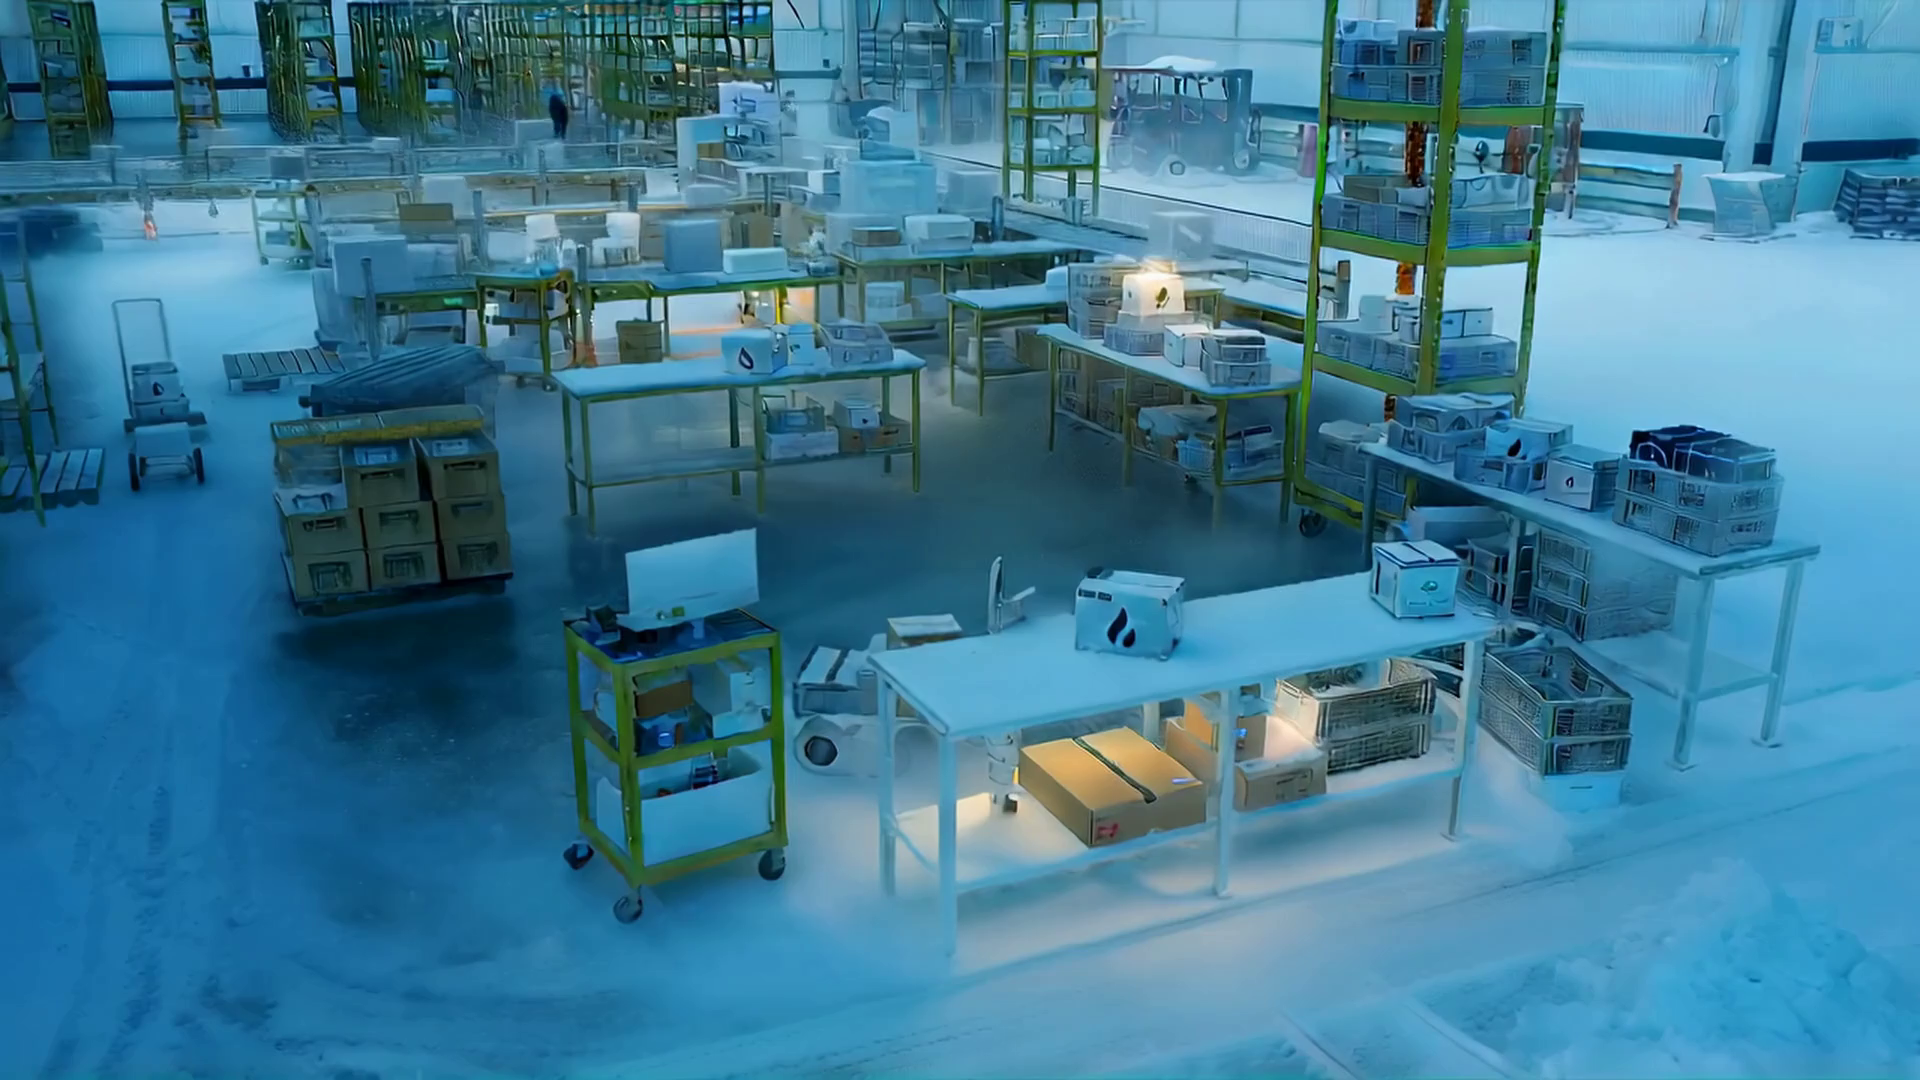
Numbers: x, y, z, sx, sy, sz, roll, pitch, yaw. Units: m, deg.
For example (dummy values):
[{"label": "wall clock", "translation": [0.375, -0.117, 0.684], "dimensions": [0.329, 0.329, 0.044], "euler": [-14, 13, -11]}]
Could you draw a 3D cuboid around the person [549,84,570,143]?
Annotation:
[{"label": "person", "translation": [-8.521, -8.756, 35.497], "dimensions": [0.400, 1.910, 0.643], "euler": [-3, 18, -8]}]

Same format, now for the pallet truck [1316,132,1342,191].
[{"label": "pallet truck", "translation": [7.723, -7.504, 32.656], "dimensions": [1.601, 1.201, 0.680], "euler": [-8, 19, -23]}]

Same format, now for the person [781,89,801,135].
[{"label": "person", "translation": [-3.547, -8.494, 34.812], "dimensions": [0.451, 1.815, 0.614], "euler": [4, 18, 11]}]

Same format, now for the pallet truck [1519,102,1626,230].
[{"label": "pallet truck", "translation": [9.972, -6.037, 26.785], "dimensions": [1.885, 1.965, 0.823], "euler": [-9, 20, -25]}]

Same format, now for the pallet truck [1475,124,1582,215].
[{"label": "pallet truck", "translation": [9.707, -6.455, 28.103], "dimensions": [1.885, 1.965, 0.823], "euler": [-7, 19, -20]}]

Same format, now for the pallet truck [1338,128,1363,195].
[{"label": "pallet truck", "translation": [7.845, -7.140, 31.411], "dimensions": [1.522, 1.261, 0.704], "euler": [-9, 20, -25]}]

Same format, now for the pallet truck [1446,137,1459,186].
[{"label": "pallet truck", "translation": [9.184, -6.485, 29.328], "dimensions": [1.630, 1.274, 0.653], "euler": [-8, 19, -23]}]

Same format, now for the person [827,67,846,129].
[{"label": "person", "translation": [-3.587, -13.236, 49.783], "dimensions": [0.937, 1.809, 0.585], "euler": [-11, 21, -32]}]

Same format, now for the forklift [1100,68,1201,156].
[{"label": "forklift", "translation": [4.082, -9.564, 37.410], "dimensions": [2.680, 1.987, 1.157], "euler": [-8, 19, -23]}]

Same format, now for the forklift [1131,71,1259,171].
[{"label": "forklift", "translation": [4.998, -8.936, 35.413], "dimensions": [2.680, 1.987, 1.157], "euler": [-9, 20, -25]}]
